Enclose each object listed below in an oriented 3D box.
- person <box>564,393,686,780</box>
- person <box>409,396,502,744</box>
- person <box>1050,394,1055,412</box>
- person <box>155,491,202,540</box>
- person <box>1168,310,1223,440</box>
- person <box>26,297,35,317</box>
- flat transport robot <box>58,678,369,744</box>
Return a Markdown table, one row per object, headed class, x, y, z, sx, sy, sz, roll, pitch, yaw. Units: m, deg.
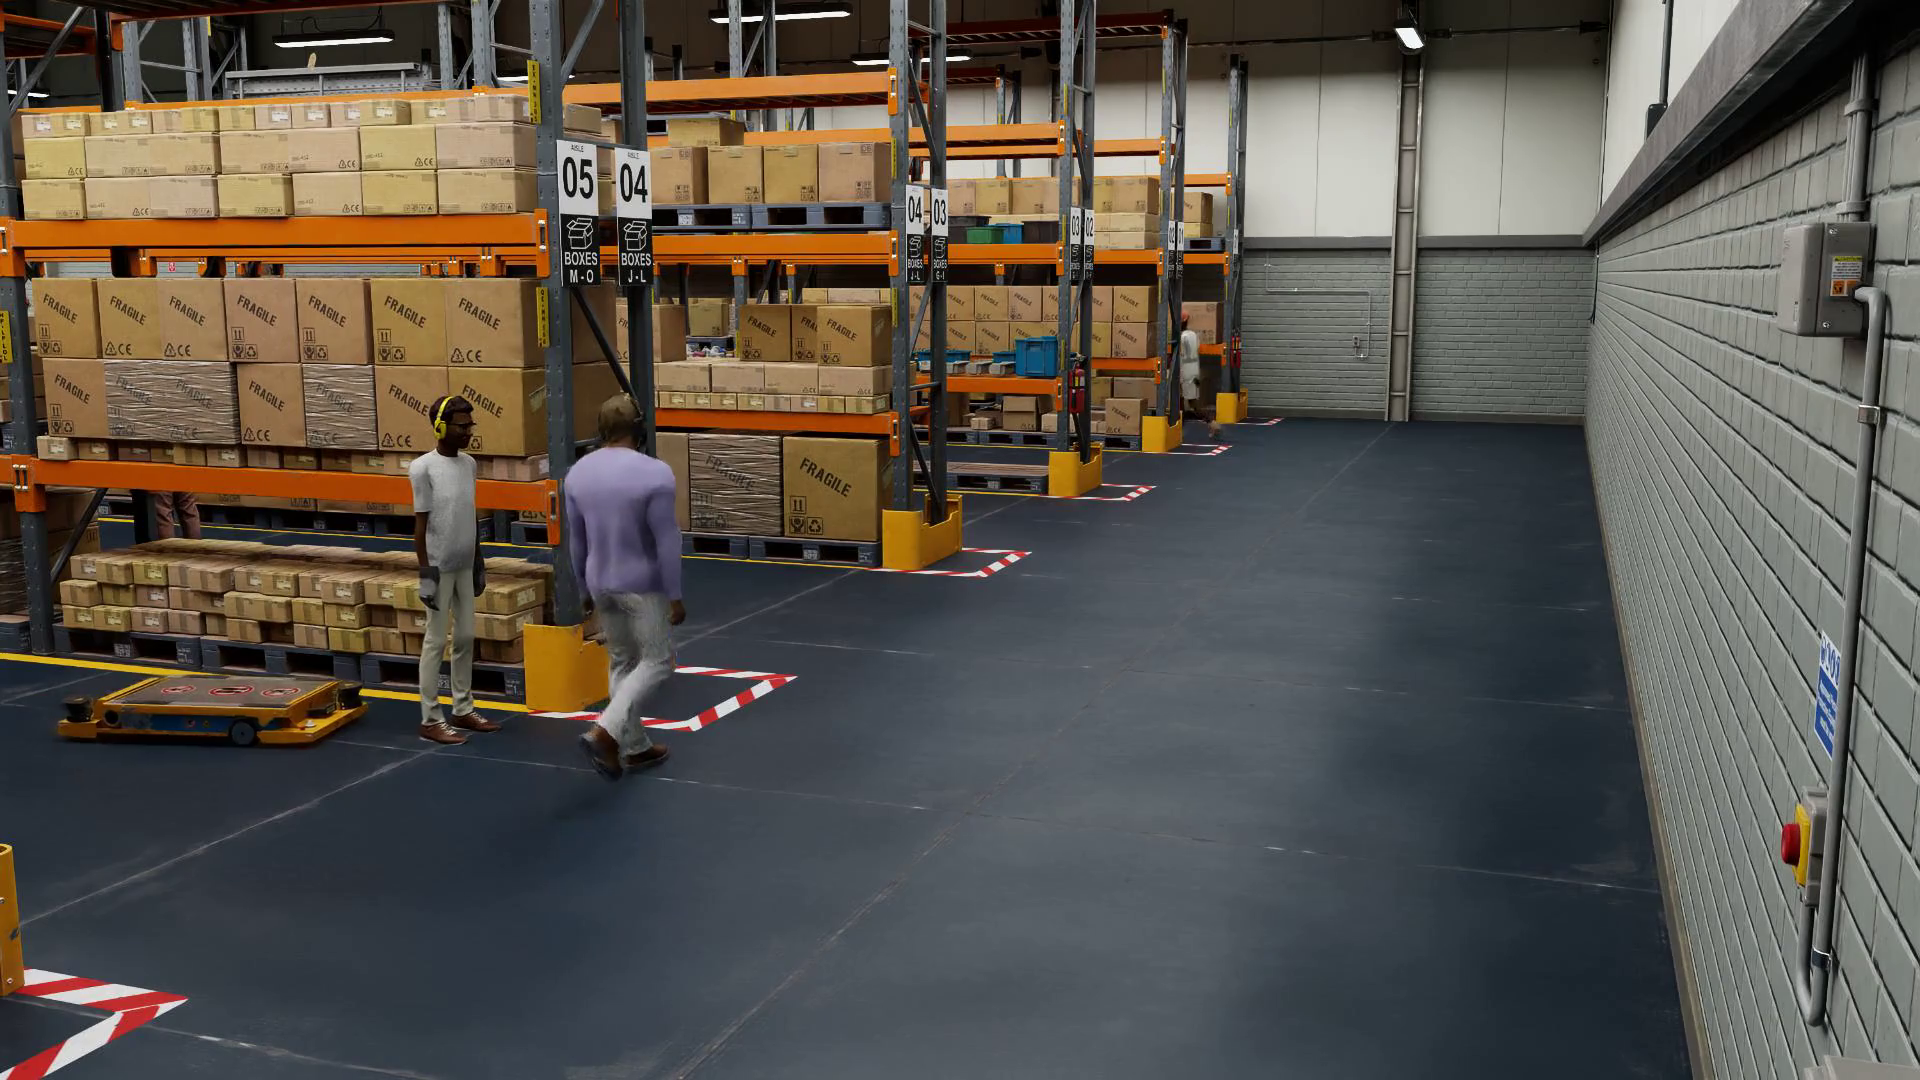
| class | x | y | z | sx | sy | sz | roll | pitch | yaw |
| --- | --- | --- | --- | --- | --- | --- | --- | --- | --- |
| person | -1.662 | 0.243 | 8.155 | 0.643 | 1.925 | 0.660 | 5 | 10 | 27 |
| person | -2.722 | 0.159 | 8.907 | 0.331 | 1.860 | 0.512 | 4 | 10 | 23 |
| person | 1.338 | -2.554 | 25.850 | 0.512 | 1.850 | 0.553 | 4 | 10 | 23 |
| person | -6.503 | -0.610 | 13.560 | 0.400 | 1.905 | 0.643 | 4 | 10 | 24 |
| person | 3.502 | -2.474 | 24.977 | 0.999 | 1.995 | 0.633 | 5 | 11 | 30 |
| person | -20.877 | -4.451 | 37.243 | 0.377 | 1.995 | 0.608 | 5 | 10 | 27 |
| flat transport robot | -4.069 | 0.916 | 9.108 | 1.431 | 0.197 | 0.652 | 1 | 9 | 6 |
